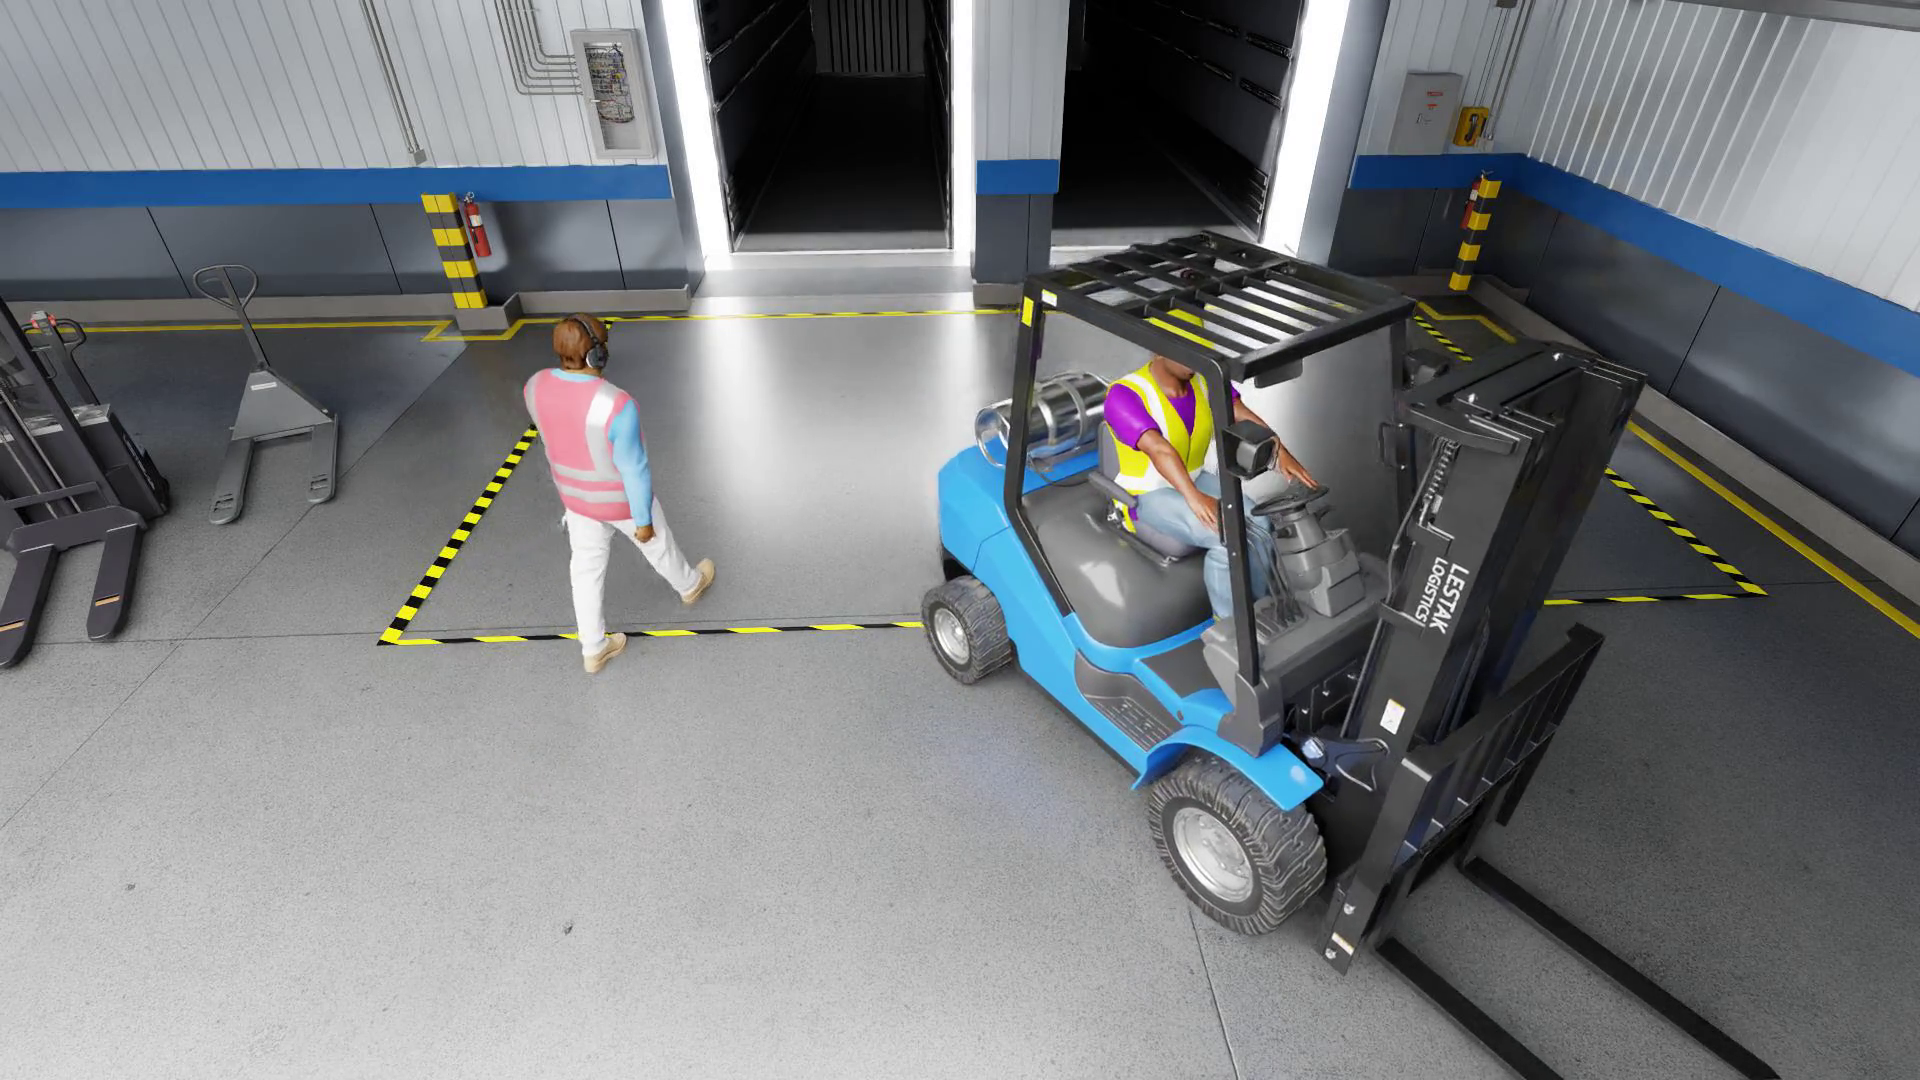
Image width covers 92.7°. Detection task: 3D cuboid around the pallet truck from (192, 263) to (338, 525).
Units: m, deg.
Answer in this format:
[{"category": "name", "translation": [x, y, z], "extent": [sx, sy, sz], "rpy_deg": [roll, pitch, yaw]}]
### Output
[{"category": "pallet truck", "translation": [-4.778, -1.027, 6.128], "extent": [0.680, 1.201, 1.601], "rpy_deg": [-17, 38, -23]}]

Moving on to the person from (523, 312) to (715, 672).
[{"category": "person", "translation": [-1.697, -0.273, 4.553], "extent": [0.646, 1.791, 0.945], "rpy_deg": [12, 37, 17]}]

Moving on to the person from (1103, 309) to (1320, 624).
[{"category": "person", "translation": [1.024, -0.207, 3.649], "extent": [0.635, 1.293, 1.004], "rpy_deg": [-22, 41, -29]}]

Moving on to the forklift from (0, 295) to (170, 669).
[{"category": "forklift", "translation": [-5.212, -0.618, 4.878], "extent": [0.823, 1.965, 1.885], "rpy_deg": [-20, 39, -26]}]

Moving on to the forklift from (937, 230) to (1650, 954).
[{"category": "forklift", "translation": [0.995, -0.084, 3.799], "extent": [1.157, 2.036, 2.680], "rpy_deg": [-22, 41, -29]}]
